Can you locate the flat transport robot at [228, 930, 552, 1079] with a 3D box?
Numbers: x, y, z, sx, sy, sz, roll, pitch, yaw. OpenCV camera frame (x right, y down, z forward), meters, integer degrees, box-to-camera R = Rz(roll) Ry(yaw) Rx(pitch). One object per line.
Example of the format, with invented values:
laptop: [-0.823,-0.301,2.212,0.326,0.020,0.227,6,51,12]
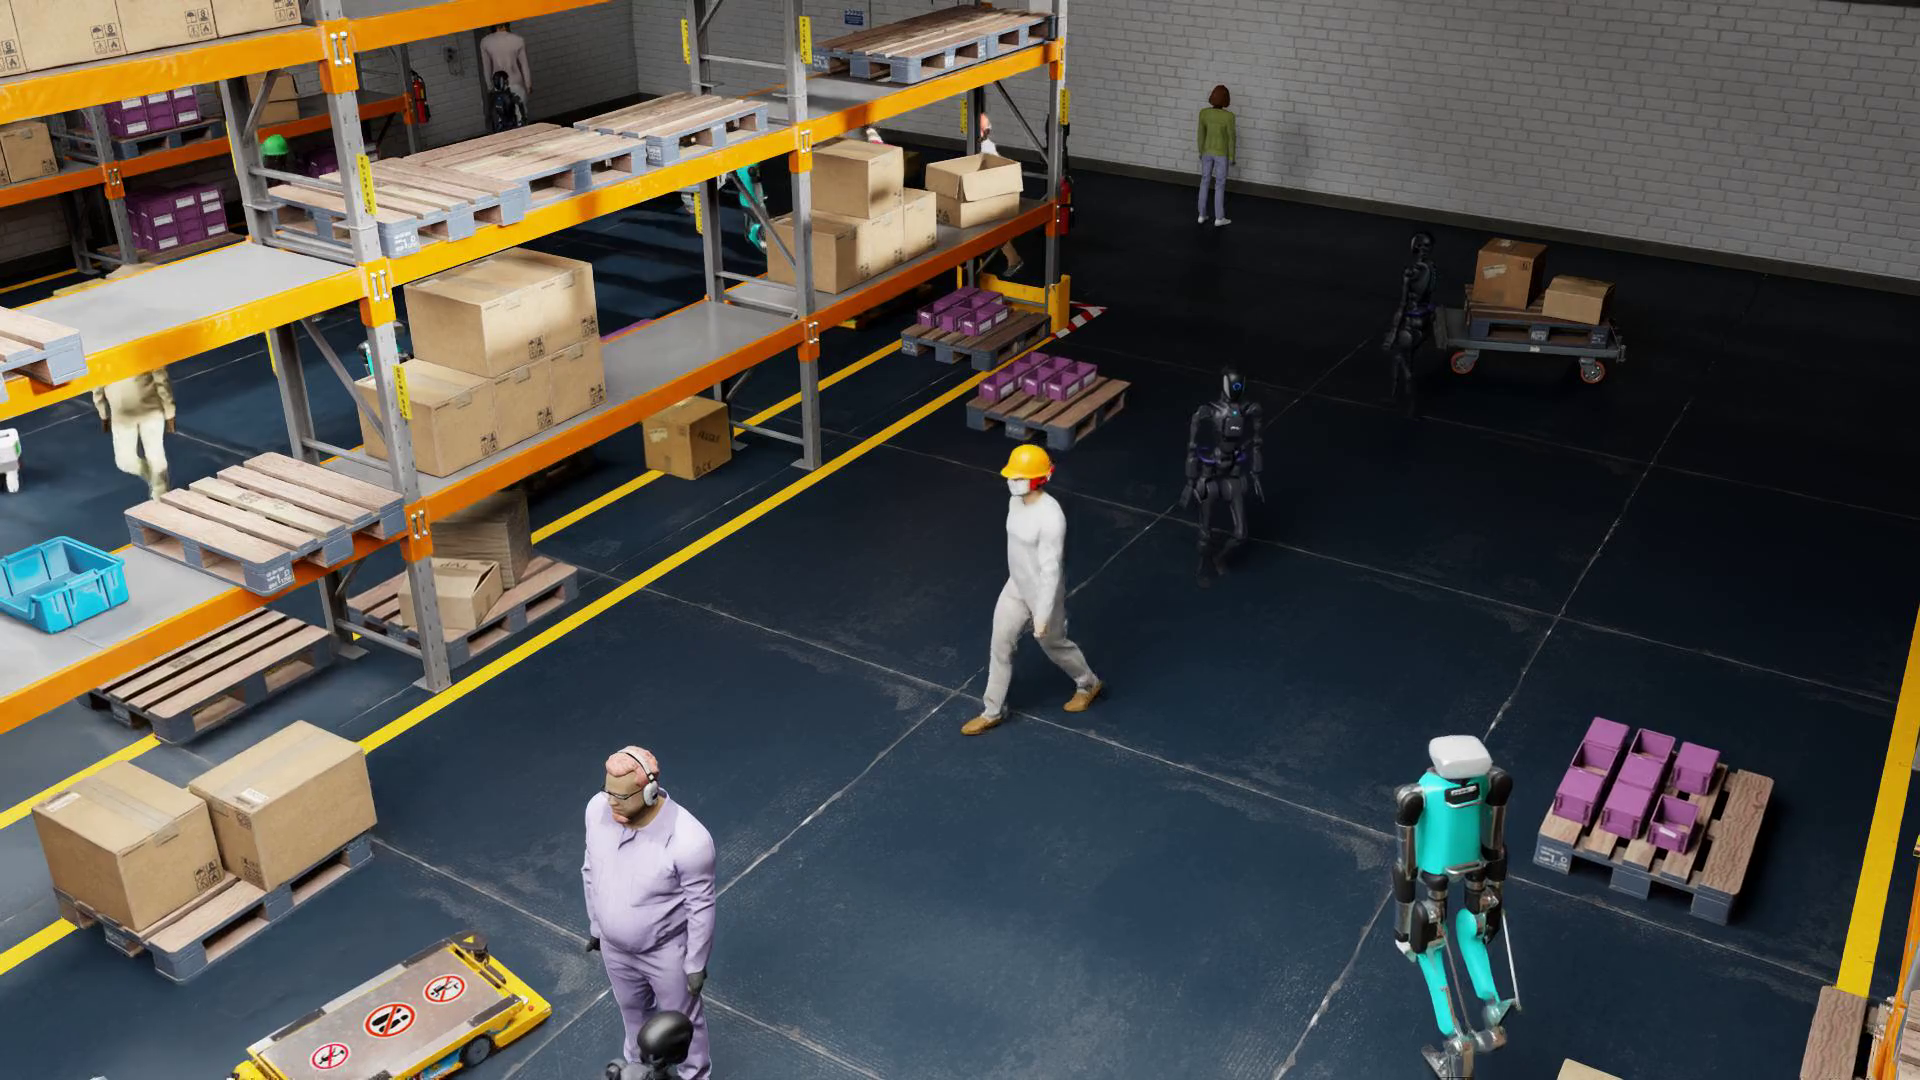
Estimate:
flat transport robot: [-2.662,2.328,7.611,0.659,0.231,1.431,23,35,37]

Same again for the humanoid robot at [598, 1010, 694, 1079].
humanoid robot: [-1.115,2.399,5.977,0.612,1.613,0.767,13,30,24]

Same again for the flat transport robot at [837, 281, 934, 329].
flat transport robot: [-0.930,-2.505,17.134,0.659,0.231,1.431,16,31,28]

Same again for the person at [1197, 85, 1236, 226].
person: [3.024,-4.539,19.631,0.498,1.633,0.281,19,33,33]

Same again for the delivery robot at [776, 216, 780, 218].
delivery robot: [-1.810,-3.391,18.585,0.514,0.614,0.785,-12,29,-23]

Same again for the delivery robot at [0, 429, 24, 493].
delivery robot: [-7.799,-0.609,13.084,0.767,0.596,0.523,-16,31,-28]

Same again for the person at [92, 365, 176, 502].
person: [-6.169,-0.967,12.472,0.580,1.737,0.467,-3,27,-5]

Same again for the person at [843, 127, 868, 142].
person: [-0.977,-3.334,17.081,0.967,1.795,0.571,-4,27,-7]

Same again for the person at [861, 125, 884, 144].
person: [-1.016,-3.812,18.043,0.948,1.786,0.643,-16,31,-29]

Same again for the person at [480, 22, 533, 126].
person: [-6.093,-6.146,22.470,0.627,1.935,0.374,-2,27,-3]

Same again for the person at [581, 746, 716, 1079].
person: [-1.327,1.698,7.044,0.641,1.908,0.414,13,30,24]

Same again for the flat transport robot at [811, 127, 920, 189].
flat transport robot: [-1.137,-4.084,20.245,1.431,0.231,0.659,12,29,22]

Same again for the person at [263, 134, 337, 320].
person: [-6.626,-2.988,16.275,0.499,1.912,0.919,8,28,15]

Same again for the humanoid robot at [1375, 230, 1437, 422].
humanoid robot: [3.850,-1.852,14.302,0.533,1.644,0.593,21,34,35]

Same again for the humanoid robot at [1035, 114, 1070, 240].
humanoid robot: [1.086,-4.310,19.132,0.337,1.651,0.589,-9,28,-17]

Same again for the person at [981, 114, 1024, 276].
person: [0.307,-3.738,17.983,0.847,1.711,0.576,4,27,8]

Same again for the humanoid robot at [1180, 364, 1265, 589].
humanoid robot: [1.814,-0.430,11.482,0.601,1.647,0.335,-6,28,-13]

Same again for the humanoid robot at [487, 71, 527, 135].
humanoid robot: [-5.542,-4.978,20.528,0.592,1.633,0.782,9,28,17]

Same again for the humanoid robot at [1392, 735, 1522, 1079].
humanoid robot: [2.188,1.806,7.107,0.552,1.866,0.845,-7,28,-14]

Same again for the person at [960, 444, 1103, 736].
person: [0.481,0.282,9.890,0.938,1.855,0.568,-17,31,-30]

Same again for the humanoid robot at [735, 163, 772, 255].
humanoid robot: [-1.884,-3.113,16.734,0.719,1.812,0.546,-13,30,-24]

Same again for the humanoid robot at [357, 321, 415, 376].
humanoid robot: [-3.884,-0.860,12.123,0.533,1.677,0.735,19,32,33]
